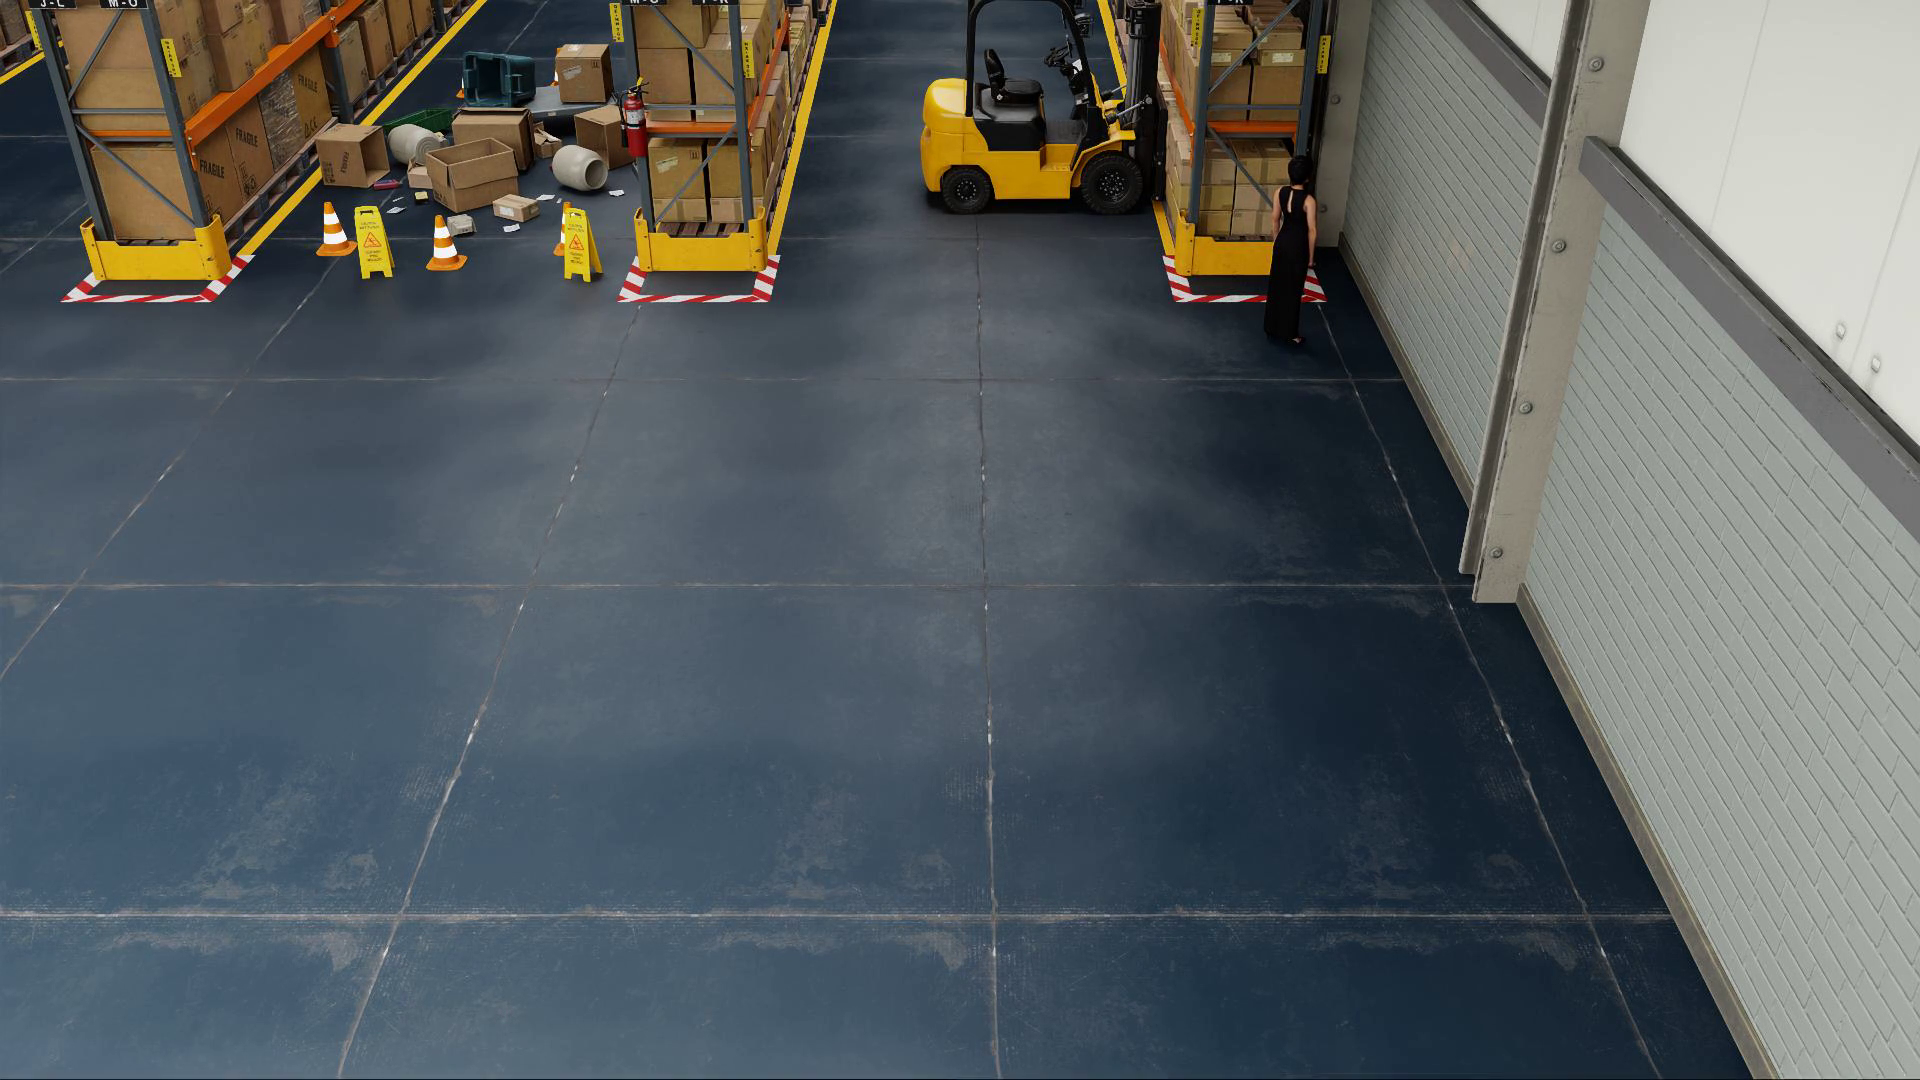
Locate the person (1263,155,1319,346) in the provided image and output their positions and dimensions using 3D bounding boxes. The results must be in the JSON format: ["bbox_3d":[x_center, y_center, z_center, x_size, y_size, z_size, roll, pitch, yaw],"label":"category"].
[{"bbox_3d":[2.722,-2.382,13.678,0.710,1.604,0.646,-27,41,-36],"label":"person"}]
